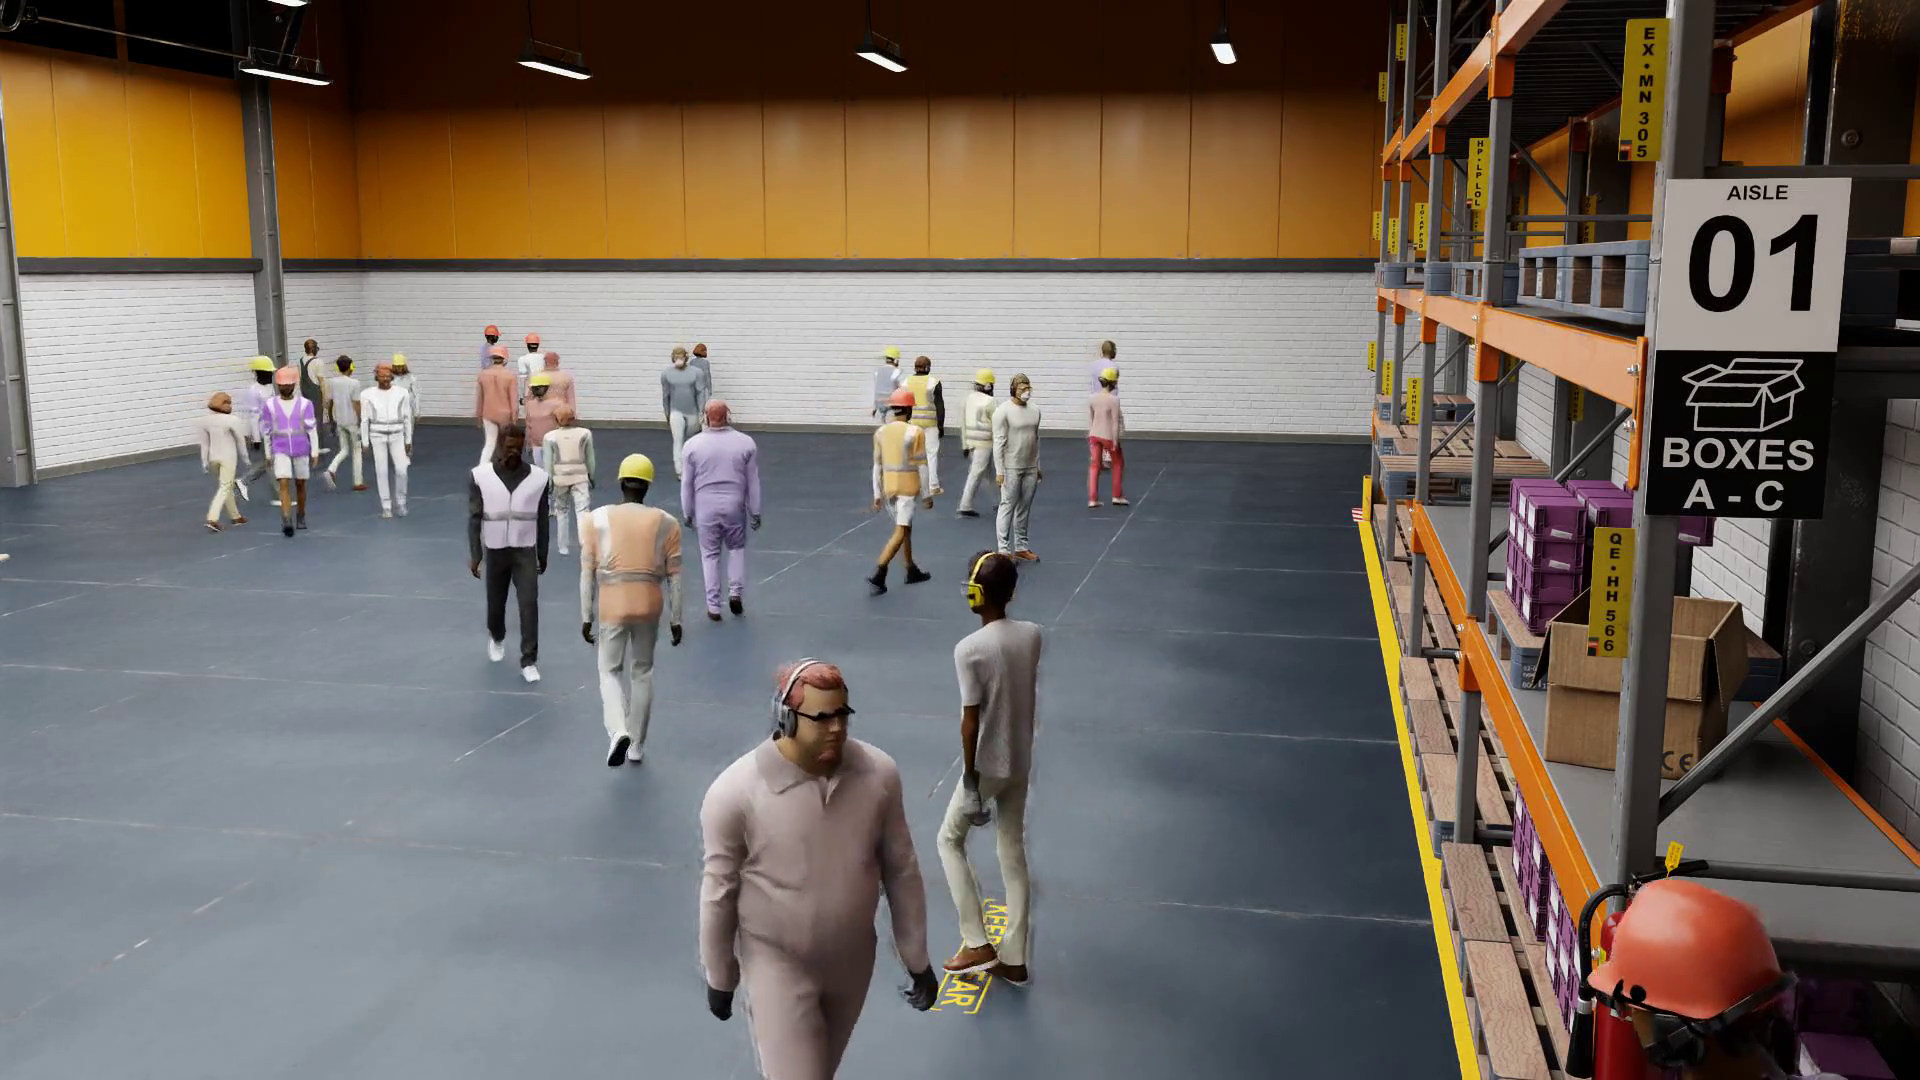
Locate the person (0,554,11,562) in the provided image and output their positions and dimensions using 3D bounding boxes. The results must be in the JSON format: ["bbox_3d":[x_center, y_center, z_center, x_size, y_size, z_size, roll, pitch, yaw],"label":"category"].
[{"bbox_3d":[-10.000,-0.780,16.914,0.609,2.040,0.394,9,13,43],"label":"person"}]

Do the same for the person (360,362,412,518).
[{"bbox_3d":[-6.832,-1.180,19.837,0.590,1.870,0.478,-4,10,-23],"label":"person"}]

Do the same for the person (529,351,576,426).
[{"bbox_3d":[-5.539,-1.645,22.716,0.653,1.841,1.043,0,9,-1],"label":"person"}]

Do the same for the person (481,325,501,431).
[{"bbox_3d":[-8.447,-2.912,30.069,0.374,1.935,0.552,-5,11,-28],"label":"person"}]

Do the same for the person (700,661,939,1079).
[{"bbox_3d":[-0.373,1.291,4.969,0.649,1.864,0.947,-7,12,-36],"label":"person"}]

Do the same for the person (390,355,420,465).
[{"bbox_3d":[-8.313,-1.918,24.792,0.500,1.701,0.883,-4,10,-20],"label":"person"}]

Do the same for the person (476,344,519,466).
[{"bbox_3d":[-6.316,-1.678,22.614,0.637,1.952,0.928,1,10,8],"label":"person"}]

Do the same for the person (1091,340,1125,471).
[{"bbox_3d":[2.174,-1.957,24.344,0.620,1.921,0.652,-5,10,-26],"label":"person"}]

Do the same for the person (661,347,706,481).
[{"bbox_3d":[-3.925,-1.813,23.655,0.629,1.886,1.068,-1,10,-8],"label":"person"}]

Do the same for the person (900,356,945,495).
[{"bbox_3d":[-0.480,-1.501,21.865,0.626,1.842,0.429,4,10,22],"label":"person"}]

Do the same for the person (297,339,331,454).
[{"bbox_3d":[-10.376,-2.295,26.673,0.501,1.839,0.341,5,10,26],"label":"person"}]

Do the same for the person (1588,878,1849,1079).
[{"bbox_3d":[1.328,1.580,2.792,0.643,2.013,0.658,-4,10,-24],"label":"person"}]

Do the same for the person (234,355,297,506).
[{"bbox_3d":[-8.750,-1.363,20.840,0.736,1.904,0.610,-1,9,-3],"label":"person"}]

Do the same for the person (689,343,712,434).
[{"bbox_3d":[-4.593,-2.670,29.527,0.497,1.633,0.289,7,12,37],"label":"person"}]

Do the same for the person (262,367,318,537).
[{"bbox_3d":[-7.520,-0.997,18.707,0.564,1.879,1.022,-4,10,-22],"label":"person"}]

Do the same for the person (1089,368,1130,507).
[{"bbox_3d":[1.866,-1.279,20.824,0.527,1.746,0.658,9,13,43],"label":"person"}]

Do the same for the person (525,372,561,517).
[{"bbox_3d":[-4.952,-1.116,19.782,0.543,1.758,0.392,4,10,24],"label":"person"}]

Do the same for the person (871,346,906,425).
[{"bbox_3d":[-0.966,-2.011,25.052,0.622,1.792,0.857,7,12,36],"label":"person"}]

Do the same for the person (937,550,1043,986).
[{"bbox_3d":[0.134,0.957,7.028,0.518,1.853,0.511,-7,12,-37],"label":"person"}]

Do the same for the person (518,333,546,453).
[{"bbox_3d":[-6.851,-2.368,26.795,0.552,1.935,0.373,-7,12,-35],"label":"person"}]

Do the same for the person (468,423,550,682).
[{"bbox_3d":[-3.344,0.057,12.353,0.598,1.889,0.889,-3,10,-20],"label":"person"}]

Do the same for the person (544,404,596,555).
[{"bbox_3d":[-3.998,-0.595,17.095,0.519,1.608,0.762,-3,10,-16],"label":"person"}]

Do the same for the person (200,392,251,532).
[{"bbox_3d":[-8.449,-0.906,19.031,0.489,1.592,0.844,3,10,18],"label":"person"}]

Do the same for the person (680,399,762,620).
[{"bbox_3d":[-2.051,-0.263,14.250,0.681,1.888,0.458,-2,10,-14],"label":"person"}]

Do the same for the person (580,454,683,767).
[{"bbox_3d":[-1.963,0.439,10.019,0.617,1.885,0.724,-3,10,-17],"label":"person"}]

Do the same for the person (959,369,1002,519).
[{"bbox_3d":[0.347,-1.156,19.940,0.937,1.778,0.588,-5,11,-28],"label":"person"}]

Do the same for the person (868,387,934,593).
[{"bbox_3d":[-0.584,-0.472,15.510,0.543,1.903,0.948,7,12,37],"label":"person"}]

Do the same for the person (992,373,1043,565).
[{"bbox_3d":[0.592,-0.718,16.846,0.636,1.938,0.355,-9,13,-42],"label":"person"}]

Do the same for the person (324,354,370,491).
[{"bbox_3d":[-8.170,-1.533,22.059,0.537,1.846,0.674,3,10,16],"label":"person"}]
